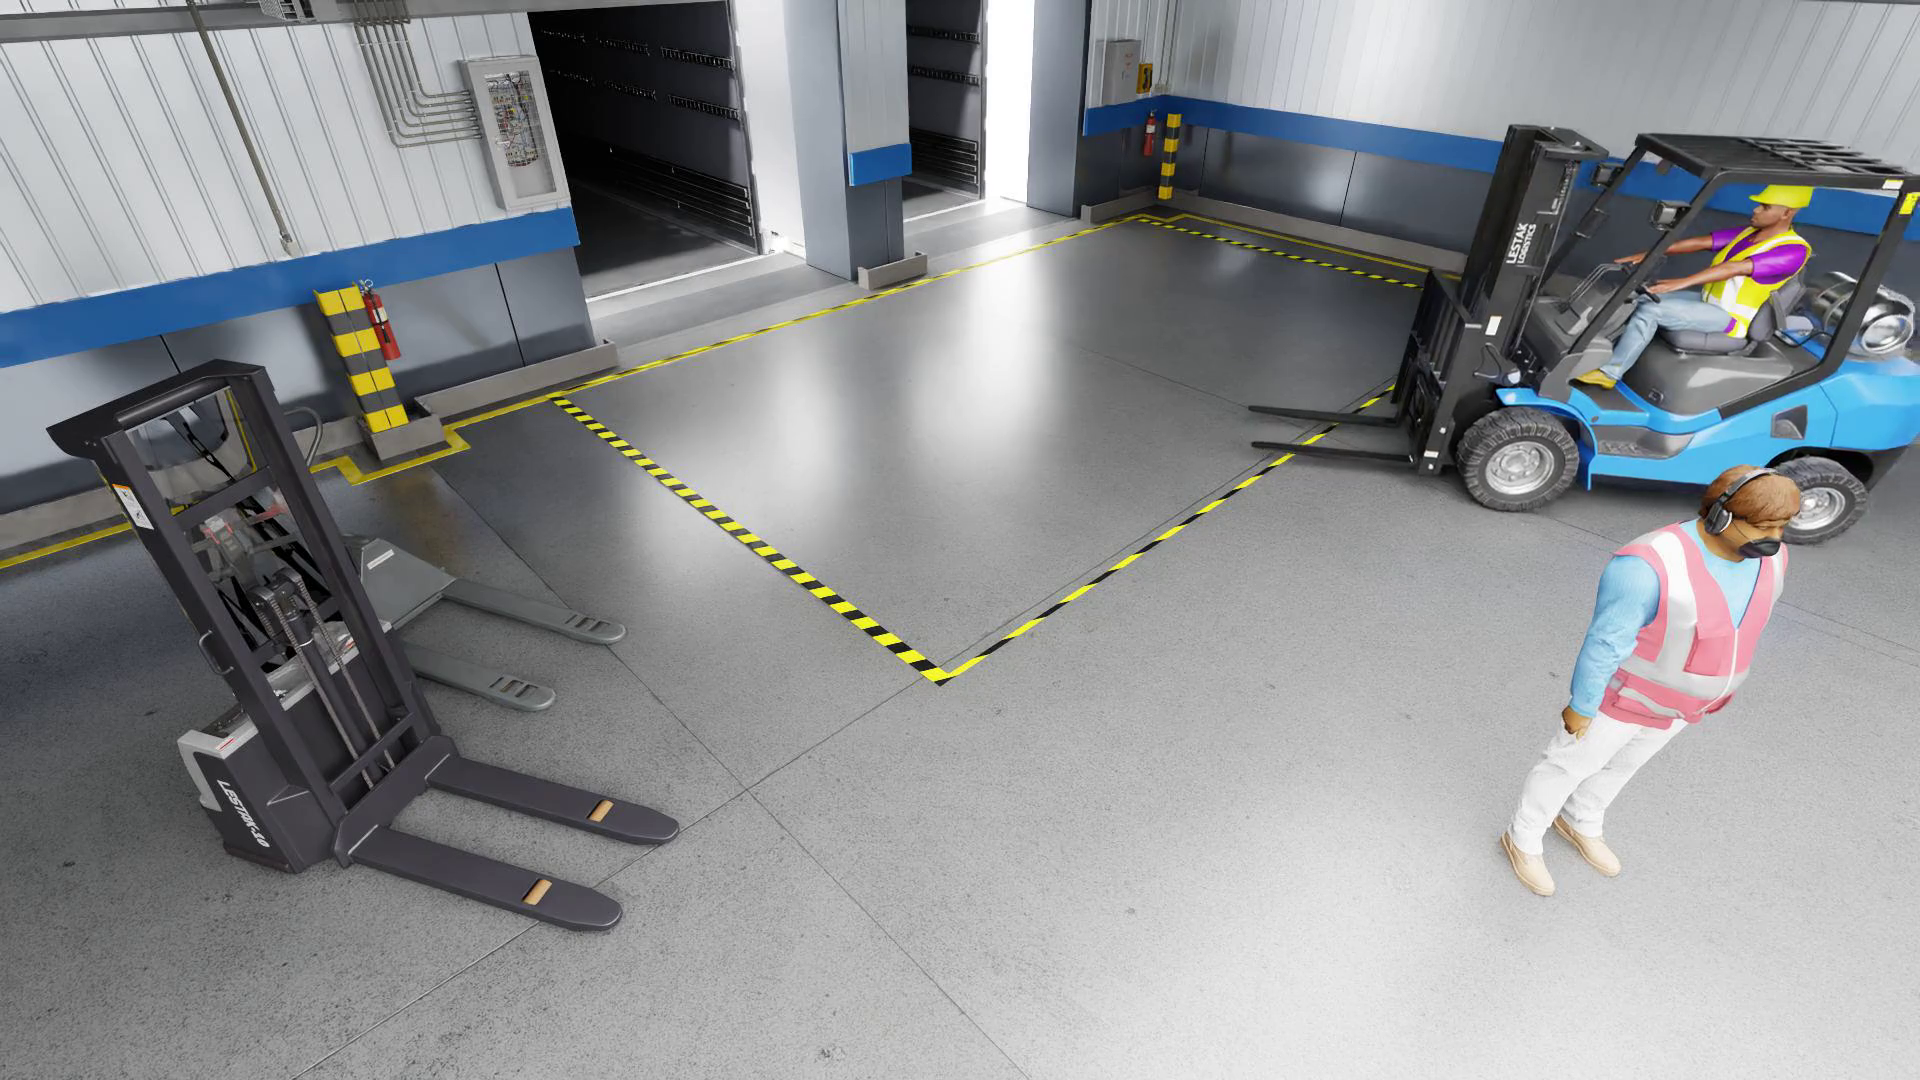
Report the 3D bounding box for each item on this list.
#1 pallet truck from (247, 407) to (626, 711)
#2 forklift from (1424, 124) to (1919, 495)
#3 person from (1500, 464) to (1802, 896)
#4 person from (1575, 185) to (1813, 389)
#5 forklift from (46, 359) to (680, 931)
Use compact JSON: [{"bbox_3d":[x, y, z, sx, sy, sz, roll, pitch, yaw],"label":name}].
[{"bbox_3d":[-2.628,0.038,4.590,1.601,1.201,0.680,12,36,18],"label":"pallet truck"},{"bbox_3d":[4.456,-1.396,5.712,2.680,2.036,1.157,7,35,10],"label":"forklift"},{"bbox_3d":[2.466,0.552,3.300,0.625,1.843,0.429,-8,35,-12],"label":"person"},{"bbox_3d":[4.400,-1.562,5.623,1.004,1.294,0.635,7,35,10],"label":"person"},{"bbox_3d":[-2.135,0.422,3.354,1.885,1.965,0.823,10,35,14],"label":"forklift"}]
